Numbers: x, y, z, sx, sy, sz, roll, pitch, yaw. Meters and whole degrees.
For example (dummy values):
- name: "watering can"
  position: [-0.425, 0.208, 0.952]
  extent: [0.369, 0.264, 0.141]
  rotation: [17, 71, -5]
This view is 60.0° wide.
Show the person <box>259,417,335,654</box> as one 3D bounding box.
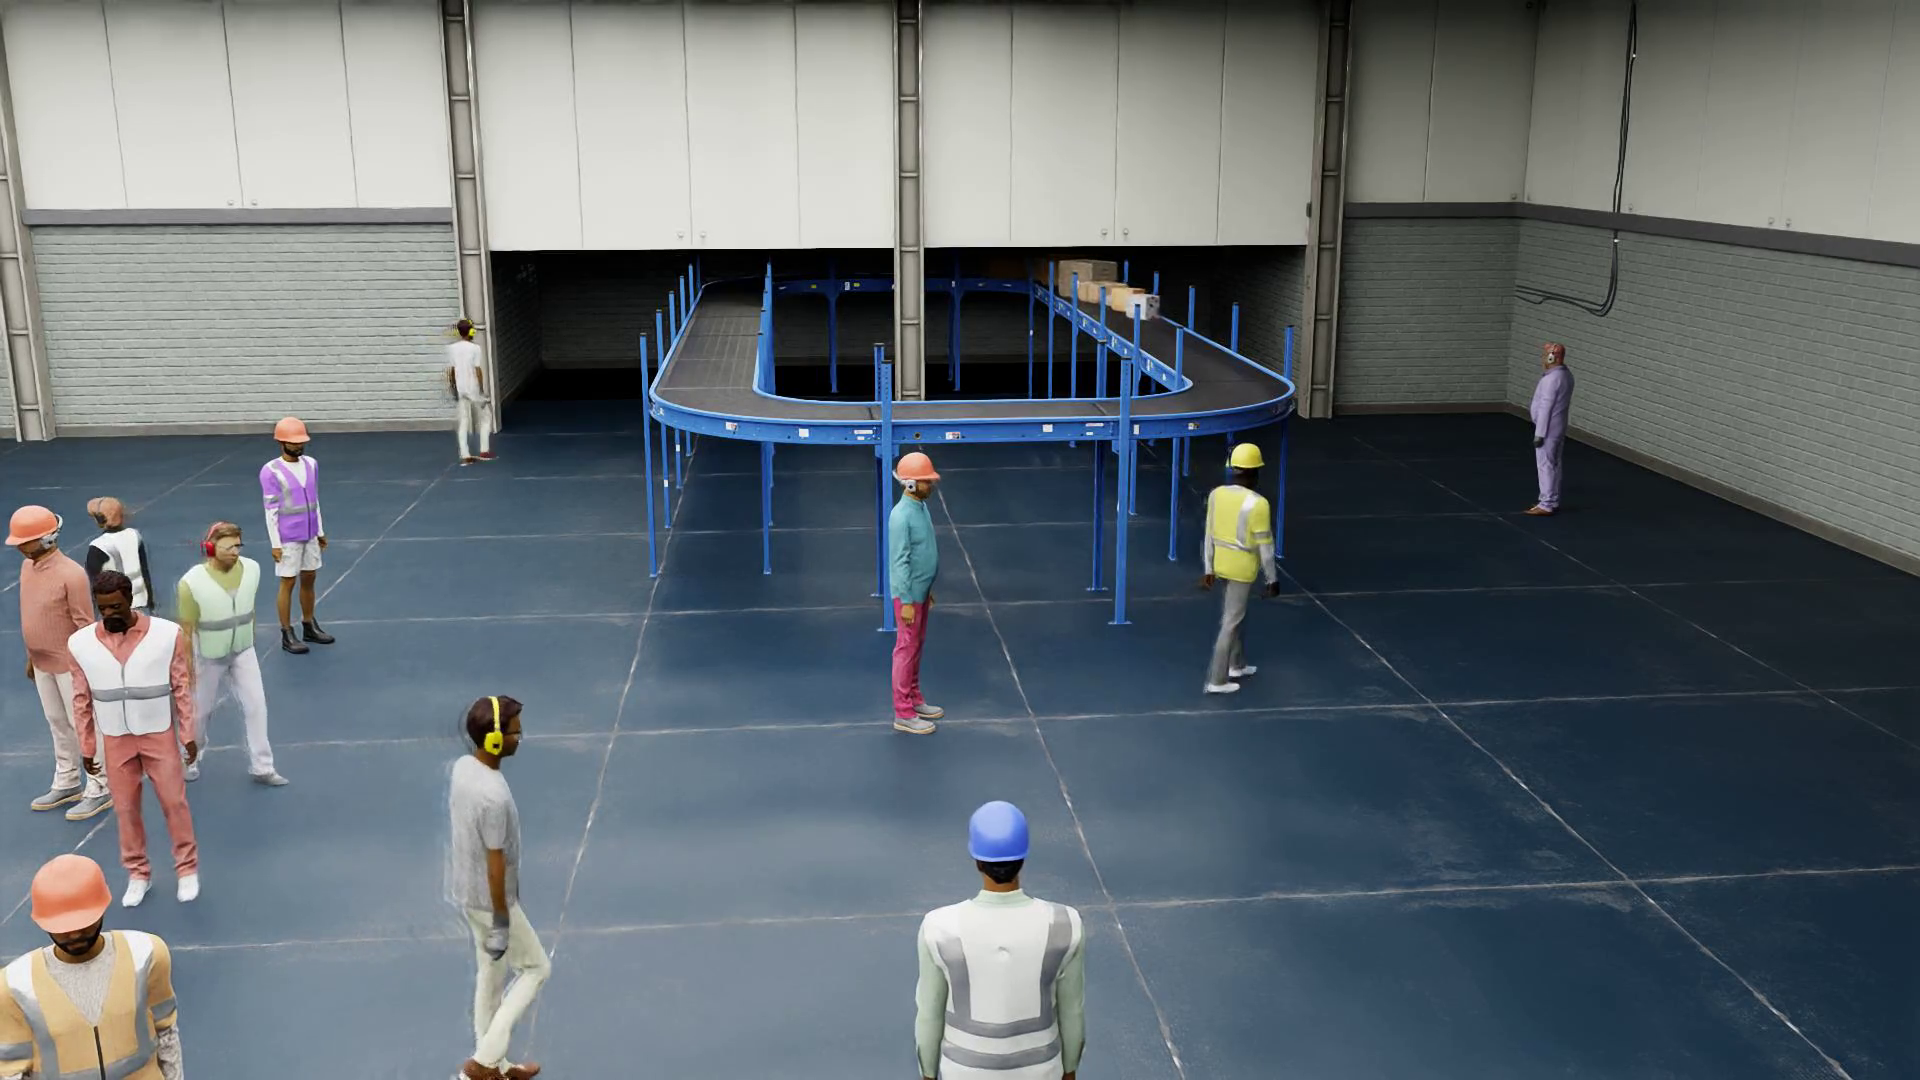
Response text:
- name: "person"
  position: [-5.384, -0.049, 13.560]
  extent: [0.378, 1.936, 0.548]
  rotation: [7, 16, 25]

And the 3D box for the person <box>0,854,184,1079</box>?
- name: "person"
  position: [-2.870, 1.947, 5.574]
  extent: [0.552, 1.935, 0.374]
  rotation: [-10, 17, -36]

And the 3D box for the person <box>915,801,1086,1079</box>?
- name: "person"
  position: [0.143, 1.861, 5.927]
  extent: [0.604, 1.938, 0.426]
  rotation: [-1, 14, -4]

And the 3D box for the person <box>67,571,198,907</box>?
- name: "person"
  position: [-4.523, 1.073, 9.142]
  extent: [0.599, 1.907, 0.400]
  rotation: [-4, 15, -16]

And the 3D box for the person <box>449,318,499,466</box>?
- name: "person"
  position: [-6.170, -1.889, 21.106]
  extent: [0.572, 1.844, 0.697]
  rotation: [6, 15, 22]

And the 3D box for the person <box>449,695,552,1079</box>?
- name: "person"
  position: [-2.011, 1.564, 7.302]
  extent: [0.412, 1.848, 0.492]
  rotation: [-12, 18, -40]

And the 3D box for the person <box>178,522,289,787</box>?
- name: "person"
  position: [-4.826, 0.729, 10.784]
  extent: [0.824, 1.790, 0.588]
  rotation: [9, 17, 33]

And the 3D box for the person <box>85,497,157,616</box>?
- name: "person"
  position: [-6.167, 0.483, 12.080]
  extent: [0.734, 1.608, 0.533]
  rotation: [1, 14, 5]

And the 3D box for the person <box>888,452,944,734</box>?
- name: "person"
  position: [-0.322, 0.362, 11.795]
  extent: [0.376, 1.997, 0.612]
  rotation: [3, 14, 11]

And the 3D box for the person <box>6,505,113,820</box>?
- name: "person"
  position: [-5.579, 0.748, 10.276]
  extent: [0.611, 1.985, 0.393]
  rotation: [8, 16, 29]

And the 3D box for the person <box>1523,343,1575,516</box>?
- name: "person"
  position: [6.490, -1.222, 18.344]
  extent: [0.402, 1.900, 0.647]
  rotation: [10, 17, 36]

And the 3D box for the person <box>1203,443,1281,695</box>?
- name: "person"
  position: [2.161, 0.211, 12.571]
  extent: [0.785, 1.902, 0.588]
  rotation: [-9, 16, -31]
